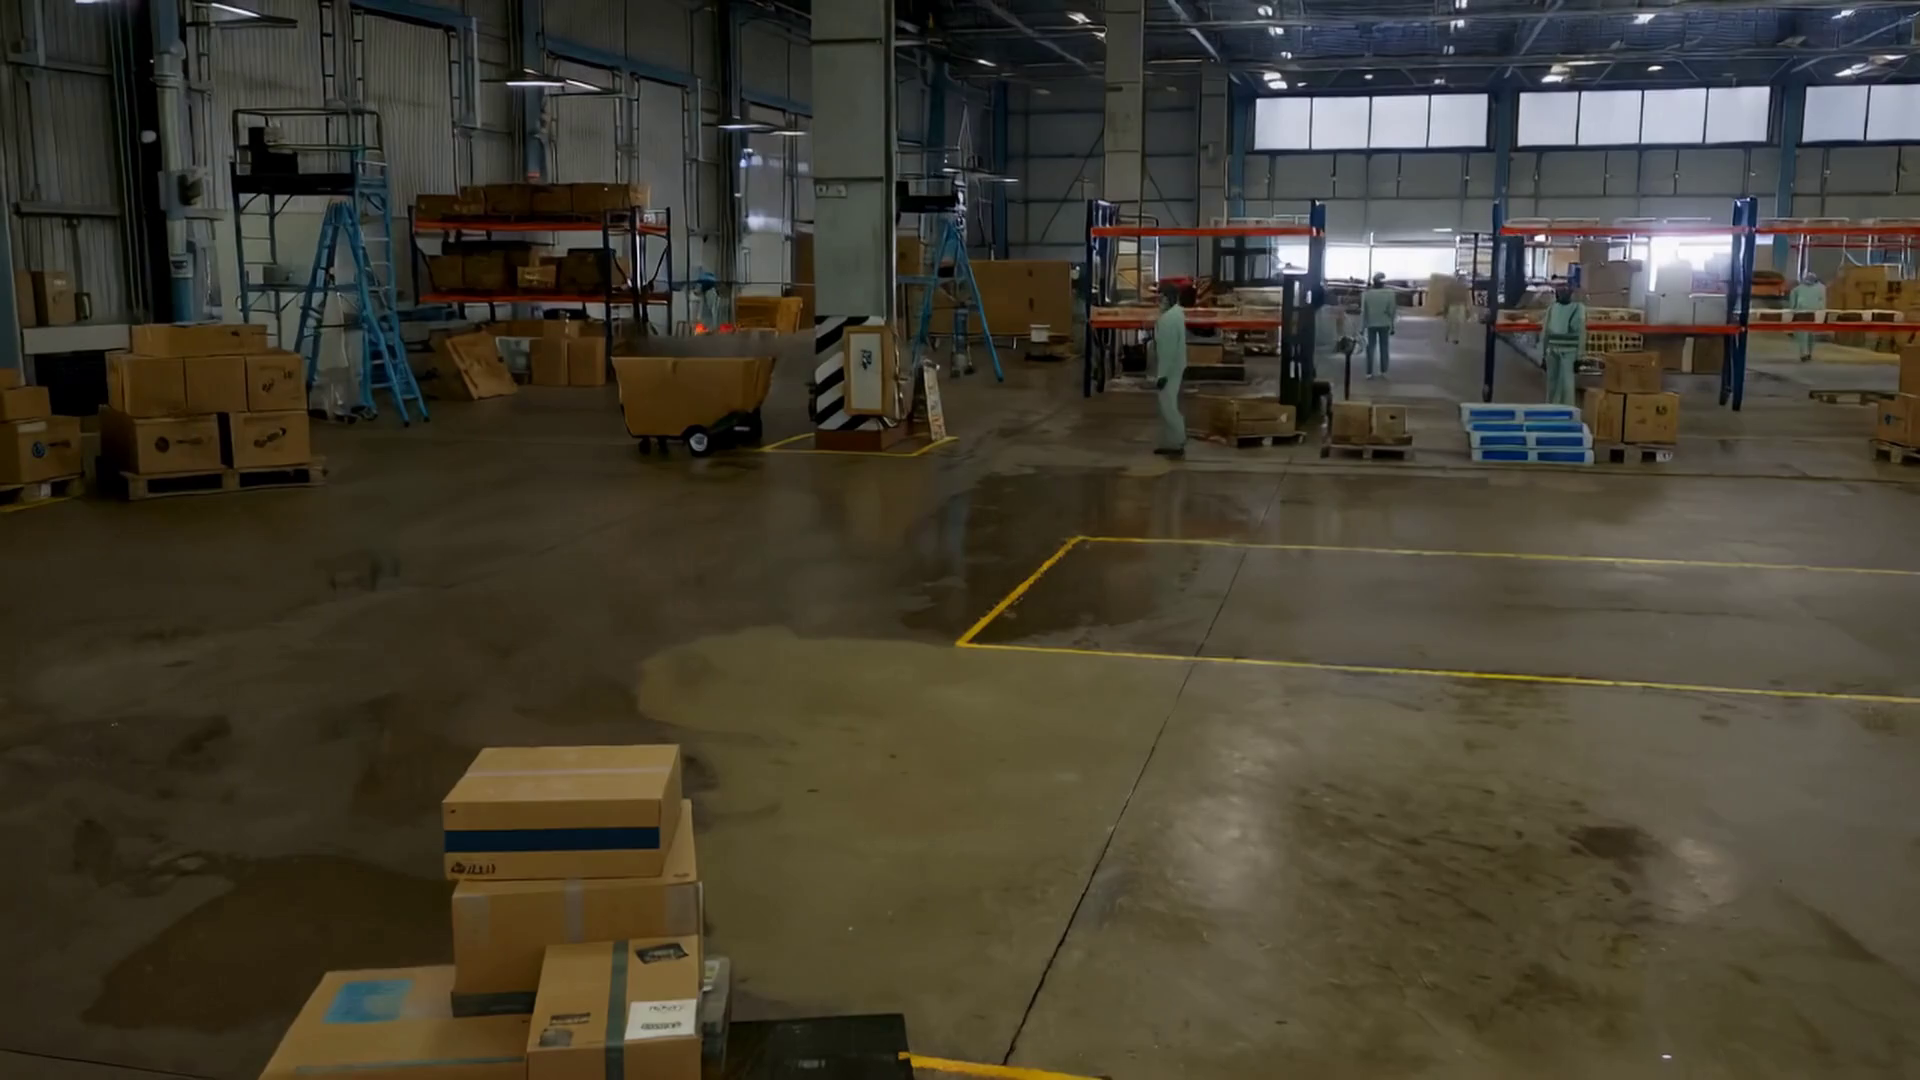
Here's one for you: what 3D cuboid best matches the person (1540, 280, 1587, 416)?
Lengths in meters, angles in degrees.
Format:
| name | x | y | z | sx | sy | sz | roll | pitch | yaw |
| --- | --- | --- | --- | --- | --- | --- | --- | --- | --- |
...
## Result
| name | x | y | z | sx | sy | sz | roll | pitch | yaw |
| --- | --- | --- | --- | --- | --- | --- | --- | --- | --- |
| person | 7.892 | -2.458 | 21.812 | 0.355 | 1.882 | 0.575 | -9 | 13 | -43 |

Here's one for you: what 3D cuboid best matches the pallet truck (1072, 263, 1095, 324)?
| name | x | y | z | sx | sy | sz | roll | pitch | yaw |
| --- | --- | --- | --- | --- | --- | --- | --- | --- | --- |
| pallet truck | 4.325 | -8.180 | 55.162 | 0.823 | 1.965 | 1.885 | 6 | 11 | 31 |

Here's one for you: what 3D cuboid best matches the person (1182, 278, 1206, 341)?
| name | x | y | z | sx | sy | sz | roll | pitch | yaw |
| --- | --- | --- | --- | --- | --- | --- | --- | --- | --- |
| person | 6.112 | -6.073 | 43.745 | 0.870 | 1.646 | 0.545 | -3 | 10 | -19 |

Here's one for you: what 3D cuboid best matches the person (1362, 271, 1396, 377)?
| name | x | y | z | sx | sy | sz | roll | pitch | yaw |
| --- | --- | --- | --- | --- | --- | --- | --- | --- | --- |
| person | 7.659 | -3.949 | 30.467 | 0.594 | 1.922 | 0.386 | 1 | 10 | 5 |

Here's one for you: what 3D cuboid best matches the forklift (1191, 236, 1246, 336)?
| name | x | y | z | sx | sy | sz | roll | pitch | yaw |
| --- | --- | --- | --- | --- | --- | --- | --- | --- | --- |
| forklift | 7.204 | -6.885 | 44.940 | 1.129 | 2.768 | 1.873 | -5 | 11 | -27 |

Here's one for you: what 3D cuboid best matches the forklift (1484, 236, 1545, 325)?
| name | x | y | z | sx | sy | sz | roll | pitch | yaw |
| --- | --- | --- | --- | --- | --- | --- | --- | --- | --- |
| forklift | 17.553 | -8.123 | 52.229 | 1.873 | 2.768 | 1.129 | 2 | 10 | 14 |

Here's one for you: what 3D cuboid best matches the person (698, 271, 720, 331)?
| name | x | y | z | sx | sy | sz | roll | pitch | yaw |
| --- | --- | --- | --- | --- | --- | --- | --- | --- | --- |
| person | -4.454 | -3.791 | 29.493 | 0.375 | 1.939 | 0.546 | 0 | 10 | 1 |

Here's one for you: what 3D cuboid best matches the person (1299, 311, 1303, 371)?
| name | x | y | z | sx | sy | sz | roll | pitch | yaw |
| --- | --- | --- | --- | --- | --- | --- | --- | --- | --- |
| person | 6.703 | -4.090 | 31.867 | 0.482 | 1.735 | 0.346 | -8 | 13 | -40 |

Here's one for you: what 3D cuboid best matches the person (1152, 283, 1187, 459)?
| name | x | y | z | sx | sy | sz | roll | pitch | yaw |
| --- | --- | --- | --- | --- | --- | --- | --- | --- | --- |
| person | 2.294 | -1.830 | 18.077 | 0.371 | 1.902 | 0.716 | 1 | 10 | 7 |

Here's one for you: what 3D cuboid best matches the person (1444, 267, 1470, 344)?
| name | x | y | z | sx | sy | sz | roll | pitch | yaw |
| --- | --- | --- | --- | --- | --- | --- | --- | --- | --- |
| person | 12.510 | -5.886 | 41.854 | 0.652 | 1.928 | 0.435 | 0 | 10 | 0 |

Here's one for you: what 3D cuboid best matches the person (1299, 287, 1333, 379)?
| name | x | y | z | sx | sy | sz | roll | pitch | yaw |
| --- | --- | --- | --- | --- | --- | --- | --- | --- | --- |
| person | 4.270 | -2.213 | 20.585 | 0.895 | 1.805 | 0.653 | 1 | 10 | 8 |

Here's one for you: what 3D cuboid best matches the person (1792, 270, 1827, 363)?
| name | x | y | z | sx | sy | sz | roll | pitch | yaw |
| --- | --- | --- | --- | --- | --- | --- | --- | --- | --- |
| person | 17.549 | -4.617 | 34.394 | 0.659 | 1.924 | 0.476 | 3 | 10 | 18 |

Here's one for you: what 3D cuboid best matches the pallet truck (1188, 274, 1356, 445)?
| name | x | y | z | sx | sy | sz | roll | pitch | yaw |
| --- | --- | --- | --- | --- | --- | --- | --- | --- | --- |
| pallet truck | 3.653 | -2.138 | 19.590 | 1.885 | 1.965 | 0.823 | -4 | 10 | -20 |
